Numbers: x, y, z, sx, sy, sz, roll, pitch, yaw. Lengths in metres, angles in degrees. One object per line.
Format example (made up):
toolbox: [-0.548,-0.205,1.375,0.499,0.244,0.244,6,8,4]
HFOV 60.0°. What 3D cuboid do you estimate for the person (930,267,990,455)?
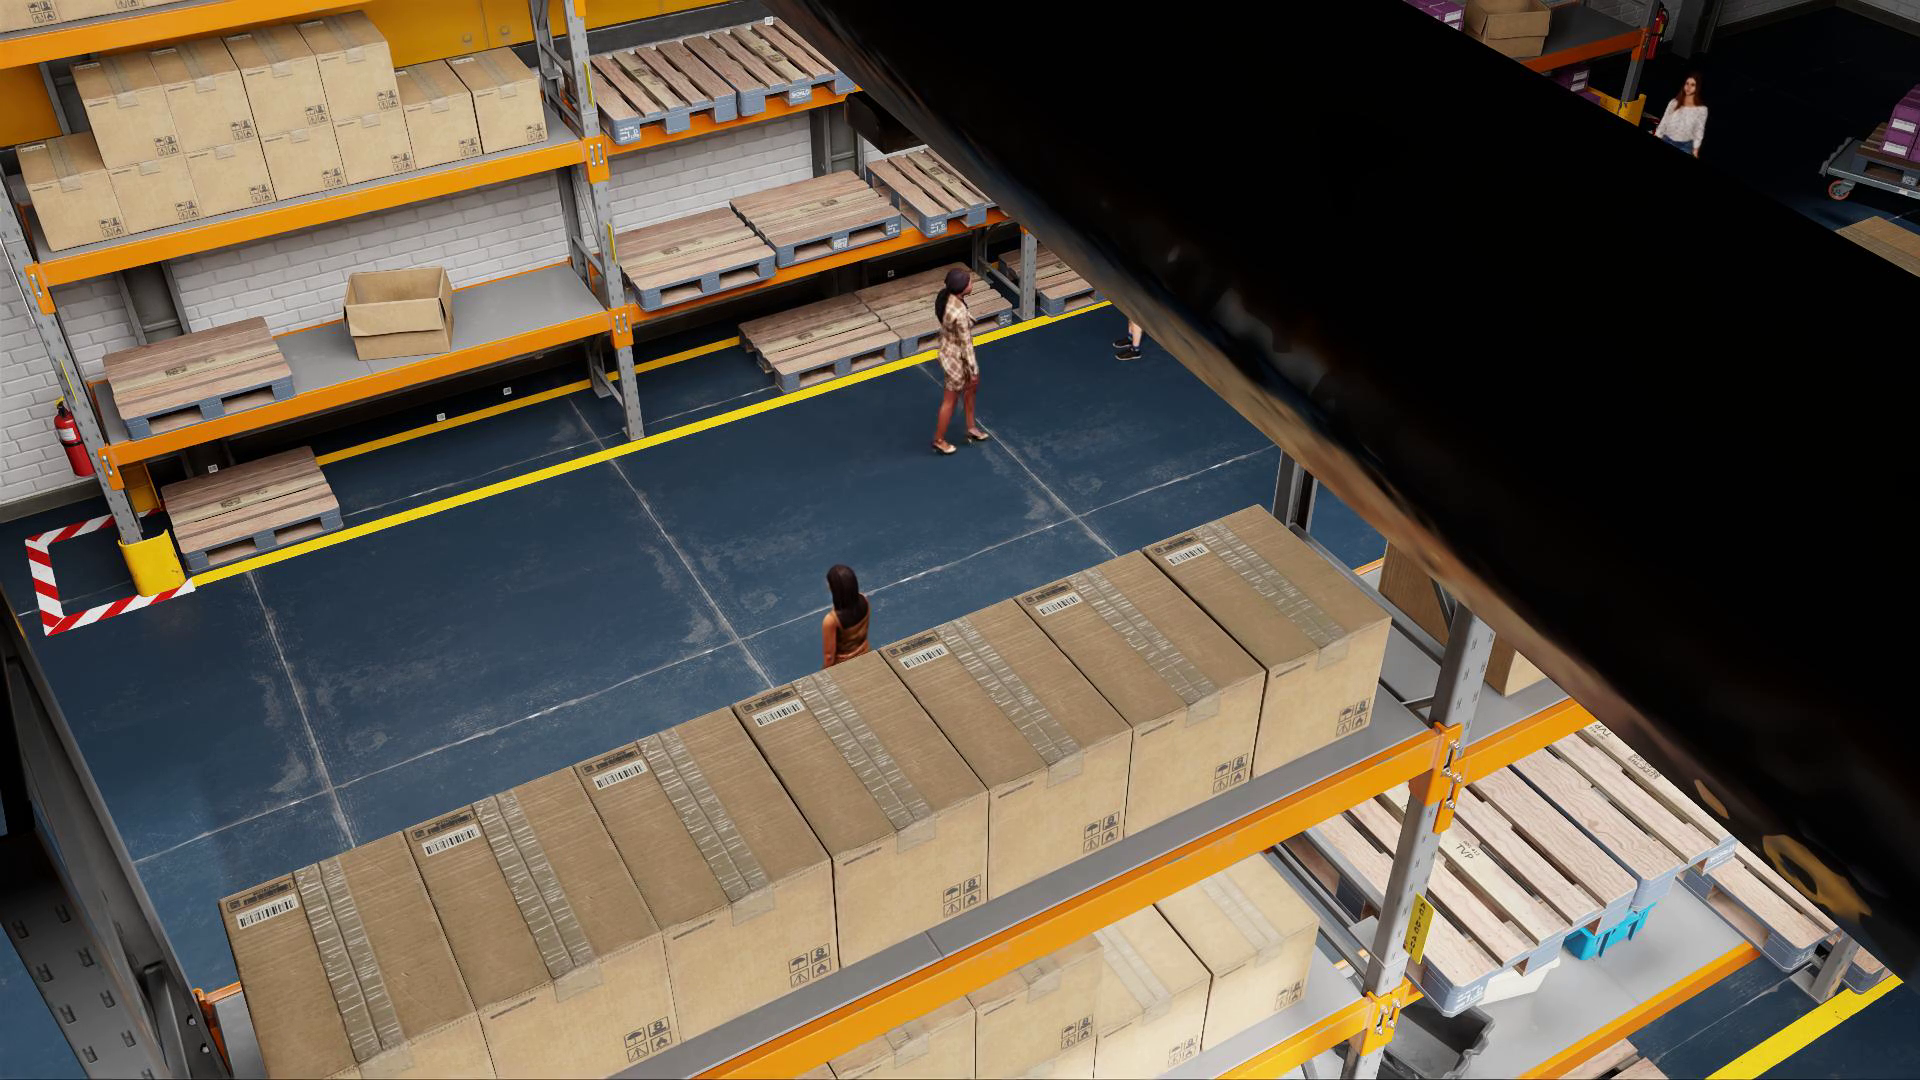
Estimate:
person: [-0.122,-1.431,13.714,0.835,1.772,0.710,-11,40,-13]

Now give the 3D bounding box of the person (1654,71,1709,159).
person: [7.324,-3.971,16.957,0.827,1.694,1.133,29,47,31]

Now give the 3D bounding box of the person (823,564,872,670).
person: [-0.722,0.854,10.923,0.698,1.684,0.587,23,44,26]
